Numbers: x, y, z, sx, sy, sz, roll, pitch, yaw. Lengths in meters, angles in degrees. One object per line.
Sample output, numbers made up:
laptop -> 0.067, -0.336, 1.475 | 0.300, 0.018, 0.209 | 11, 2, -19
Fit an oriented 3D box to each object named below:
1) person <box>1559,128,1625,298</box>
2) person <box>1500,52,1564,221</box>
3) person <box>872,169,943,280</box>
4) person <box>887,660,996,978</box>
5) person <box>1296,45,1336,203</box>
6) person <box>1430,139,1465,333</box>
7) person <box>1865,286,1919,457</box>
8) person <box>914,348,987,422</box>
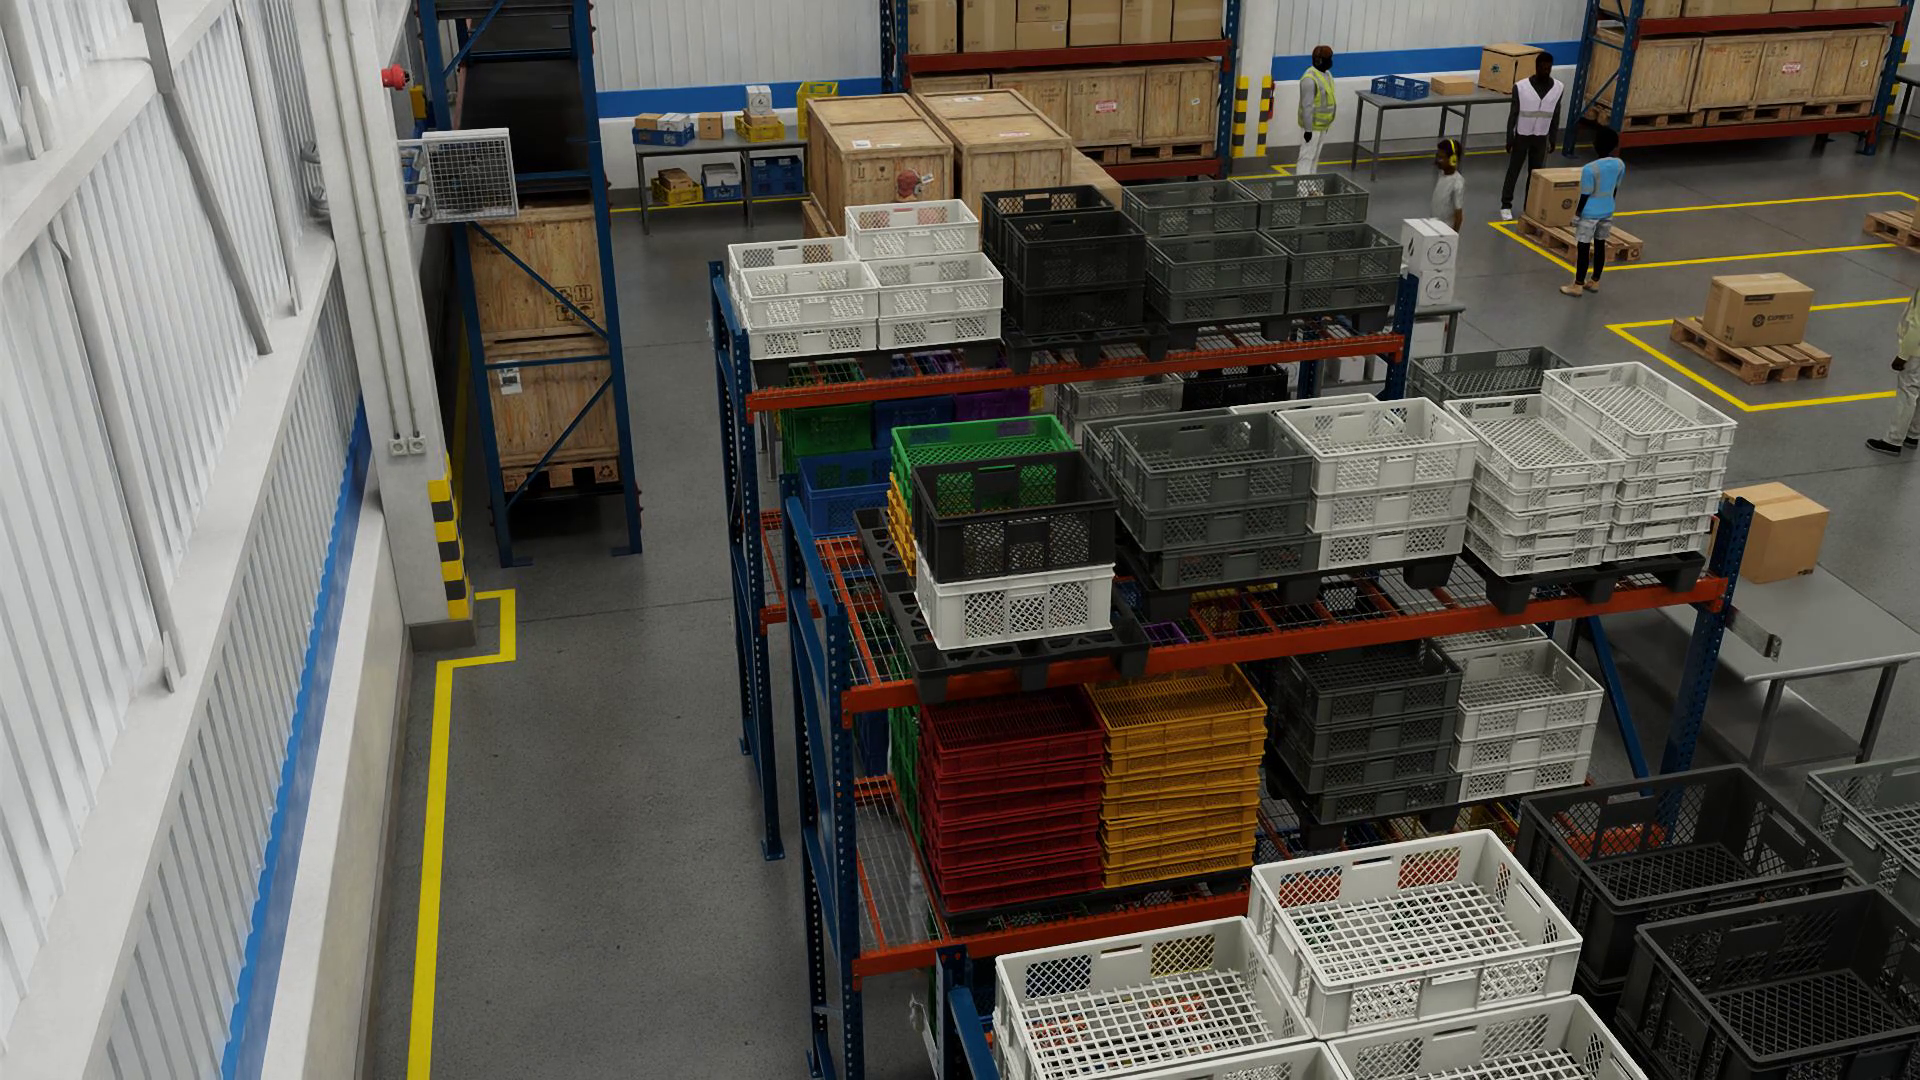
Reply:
person -> 6.381, -3.292, 16.742 | 0.531, 1.697, 0.320 | -14, 31, -25
person -> 6.538, -4.626, 19.051 | 0.592, 1.910, 0.383 | -2, 28, -3
person -> -0.430, -2.336, 14.713 | 0.640, 1.904, 0.409 | 11, 30, 19
person -> -0.055, 1.295, 7.845 | 0.584, 1.880, 0.339 | 12, 30, 22
person -> 4.205, -4.902, 19.644 | 0.429, 1.844, 0.627 | 15, 31, 26
person -> 4.555, -2.869, 15.762 | 0.310, 1.864, 0.534 | -3, 28, -6
person -> 7.707, -1.562, 13.318 | 0.586, 1.833, 0.403 | -16, 32, -27
person -> -0.055, -0.796, 11.777 | 0.641, 1.920, 0.796 | 12, 30, 22
